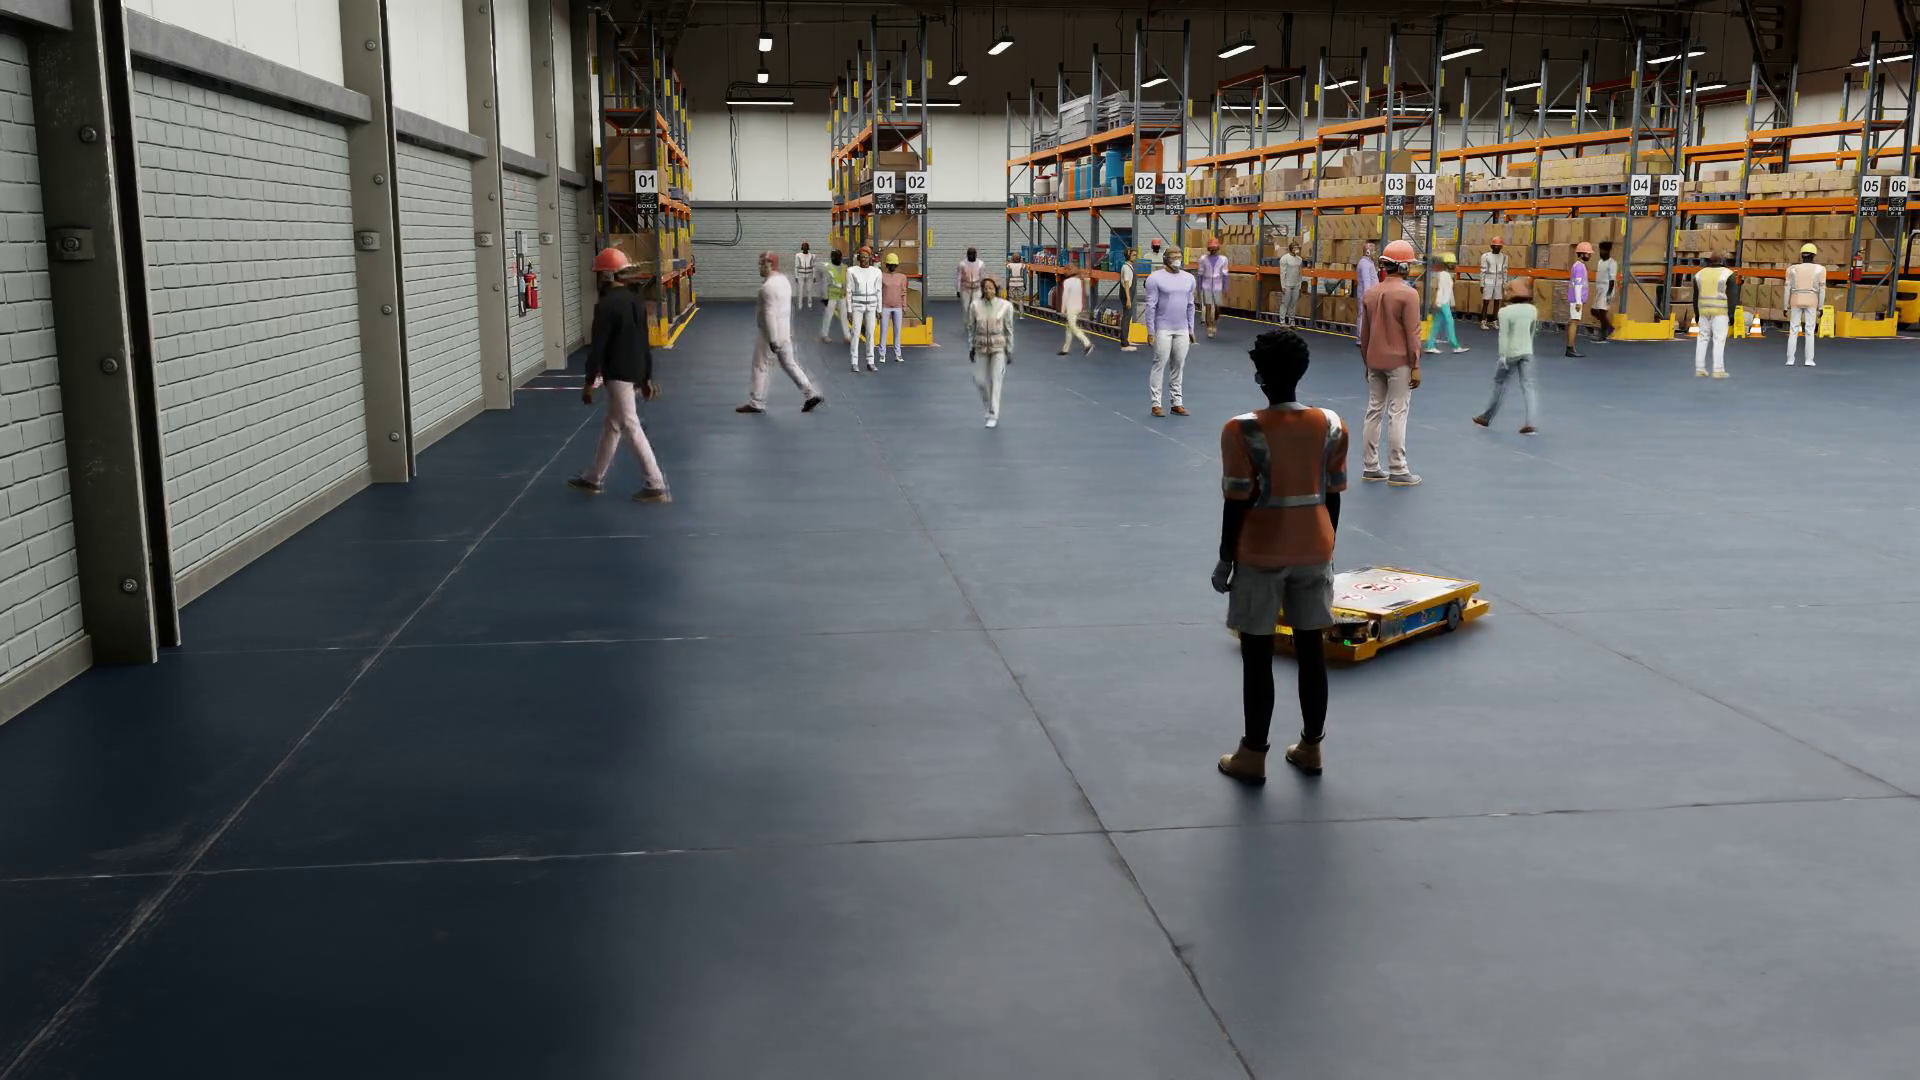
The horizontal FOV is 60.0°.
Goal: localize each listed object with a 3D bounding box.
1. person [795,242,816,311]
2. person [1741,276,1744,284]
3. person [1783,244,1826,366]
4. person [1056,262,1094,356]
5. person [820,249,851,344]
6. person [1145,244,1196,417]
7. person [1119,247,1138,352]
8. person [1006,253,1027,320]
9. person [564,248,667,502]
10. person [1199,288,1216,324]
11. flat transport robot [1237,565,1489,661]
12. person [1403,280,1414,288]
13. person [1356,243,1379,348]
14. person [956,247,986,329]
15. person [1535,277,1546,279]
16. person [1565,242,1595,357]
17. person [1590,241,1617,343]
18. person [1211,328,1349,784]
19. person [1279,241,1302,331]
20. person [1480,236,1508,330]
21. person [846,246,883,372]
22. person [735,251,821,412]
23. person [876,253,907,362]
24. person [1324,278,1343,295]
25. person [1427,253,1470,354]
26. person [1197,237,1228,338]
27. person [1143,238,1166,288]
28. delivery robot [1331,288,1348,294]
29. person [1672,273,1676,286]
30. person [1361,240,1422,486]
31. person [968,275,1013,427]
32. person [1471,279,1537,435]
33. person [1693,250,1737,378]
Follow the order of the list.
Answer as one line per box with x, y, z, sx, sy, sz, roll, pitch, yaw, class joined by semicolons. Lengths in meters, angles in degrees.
-4.237;-7.220;45.611;0.574;1.882;0.356;-1;10;-6;person
20.910;-7.104;44.890;0.581;1.919;0.391;-2;10;-9;person
13.266;-3.687;26.146;0.585;1.917;0.381;6;12;32;person
1.960;-3.910;28.229;0.760;1.607;0.510;7;13;34;person
-2.387;-4.651;31.781;0.644;1.795;0.972;-7;13;-34;person
2.388;-2.364;18.834;0.635;1.939;0.361;-4;11;-23;person
2.998;-4.272;29.549;0.333;1.844;0.514;1;10;7;person
1.379;-6.185;40.600;0.516;1.641;0.308;1;10;6;person
-2.671;-1.262;12.804;1.002;1.938;0.631;3;11;16;person
5.764;-5.819;38.608;0.502;1.632;0.279;1;10;5;person
2.094;0.349;8.533;0.652;0.197;1.431;9;14;42;flat transport robot
9.449;-5.301;35.642;0.553;1.675;0.405;-1;10;-6;person
7.484;-4.486;30.553;0.409;1.907;0.651;1;10;8;person
0.243;-5.371;35.669;0.633;1.820;0.797;0;10;0;person
17.351;-8.019;50.070;0.986;1.844;0.689;8;13;36;person
10.485;-4.061;28.139;0.379;1.937;0.548;4;11;19;person
12.350;-4.744;31.839;0.461;1.947;0.638;0;10;0;person
1.185;0.066;6.186;0.531;1.692;0.320;-4;11;-20;person
7.143;-5.472;35.905;0.625;1.934;0.363;-7;12;-34;person
11.597;-5.560;36.102;0.606;2.035;0.405;-1;10;-5;person
-1.444;-3.477;25.084;0.573;1.885;0.357;-4;11;-19;person
-2.092;-2.392;19.185;0.951;1.868;0.646;3;11;16;person
-1.110;-3.756;26.945;0.523;1.767;0.313;-3;11;-16;person
9.876;-6.826;43.947;0.499;1.702;0.894;0;10;-1;person
8.497;-4.075;28.748;0.826;1.729;0.552;5;11;24;person
5.073;-5.076;33.456;0.615;2.026;0.501;1;10;6;person
4.695;-6.248;39.970;0.623;1.993;0.384;-2;11;-10;person
11.367;-7.320;49.542;0.707;0.478;0.477;1;10;4;delivery robot
18.925;-6.930;44.088;0.942;1.886;0.599;-9;13;-39;person
3.545;-1.444;13.634;0.377;1.995;0.608;-6;12;-31;person
0.344;-2.030;17.868;0.520;1.622;0.475;4;11;19;person
5.737;-1.909;17.299;0.505;1.590;0.859;-3;11;-18;person
10.913;-3.262;24.031;0.429;1.839;0.634;-7;13;-34;person
